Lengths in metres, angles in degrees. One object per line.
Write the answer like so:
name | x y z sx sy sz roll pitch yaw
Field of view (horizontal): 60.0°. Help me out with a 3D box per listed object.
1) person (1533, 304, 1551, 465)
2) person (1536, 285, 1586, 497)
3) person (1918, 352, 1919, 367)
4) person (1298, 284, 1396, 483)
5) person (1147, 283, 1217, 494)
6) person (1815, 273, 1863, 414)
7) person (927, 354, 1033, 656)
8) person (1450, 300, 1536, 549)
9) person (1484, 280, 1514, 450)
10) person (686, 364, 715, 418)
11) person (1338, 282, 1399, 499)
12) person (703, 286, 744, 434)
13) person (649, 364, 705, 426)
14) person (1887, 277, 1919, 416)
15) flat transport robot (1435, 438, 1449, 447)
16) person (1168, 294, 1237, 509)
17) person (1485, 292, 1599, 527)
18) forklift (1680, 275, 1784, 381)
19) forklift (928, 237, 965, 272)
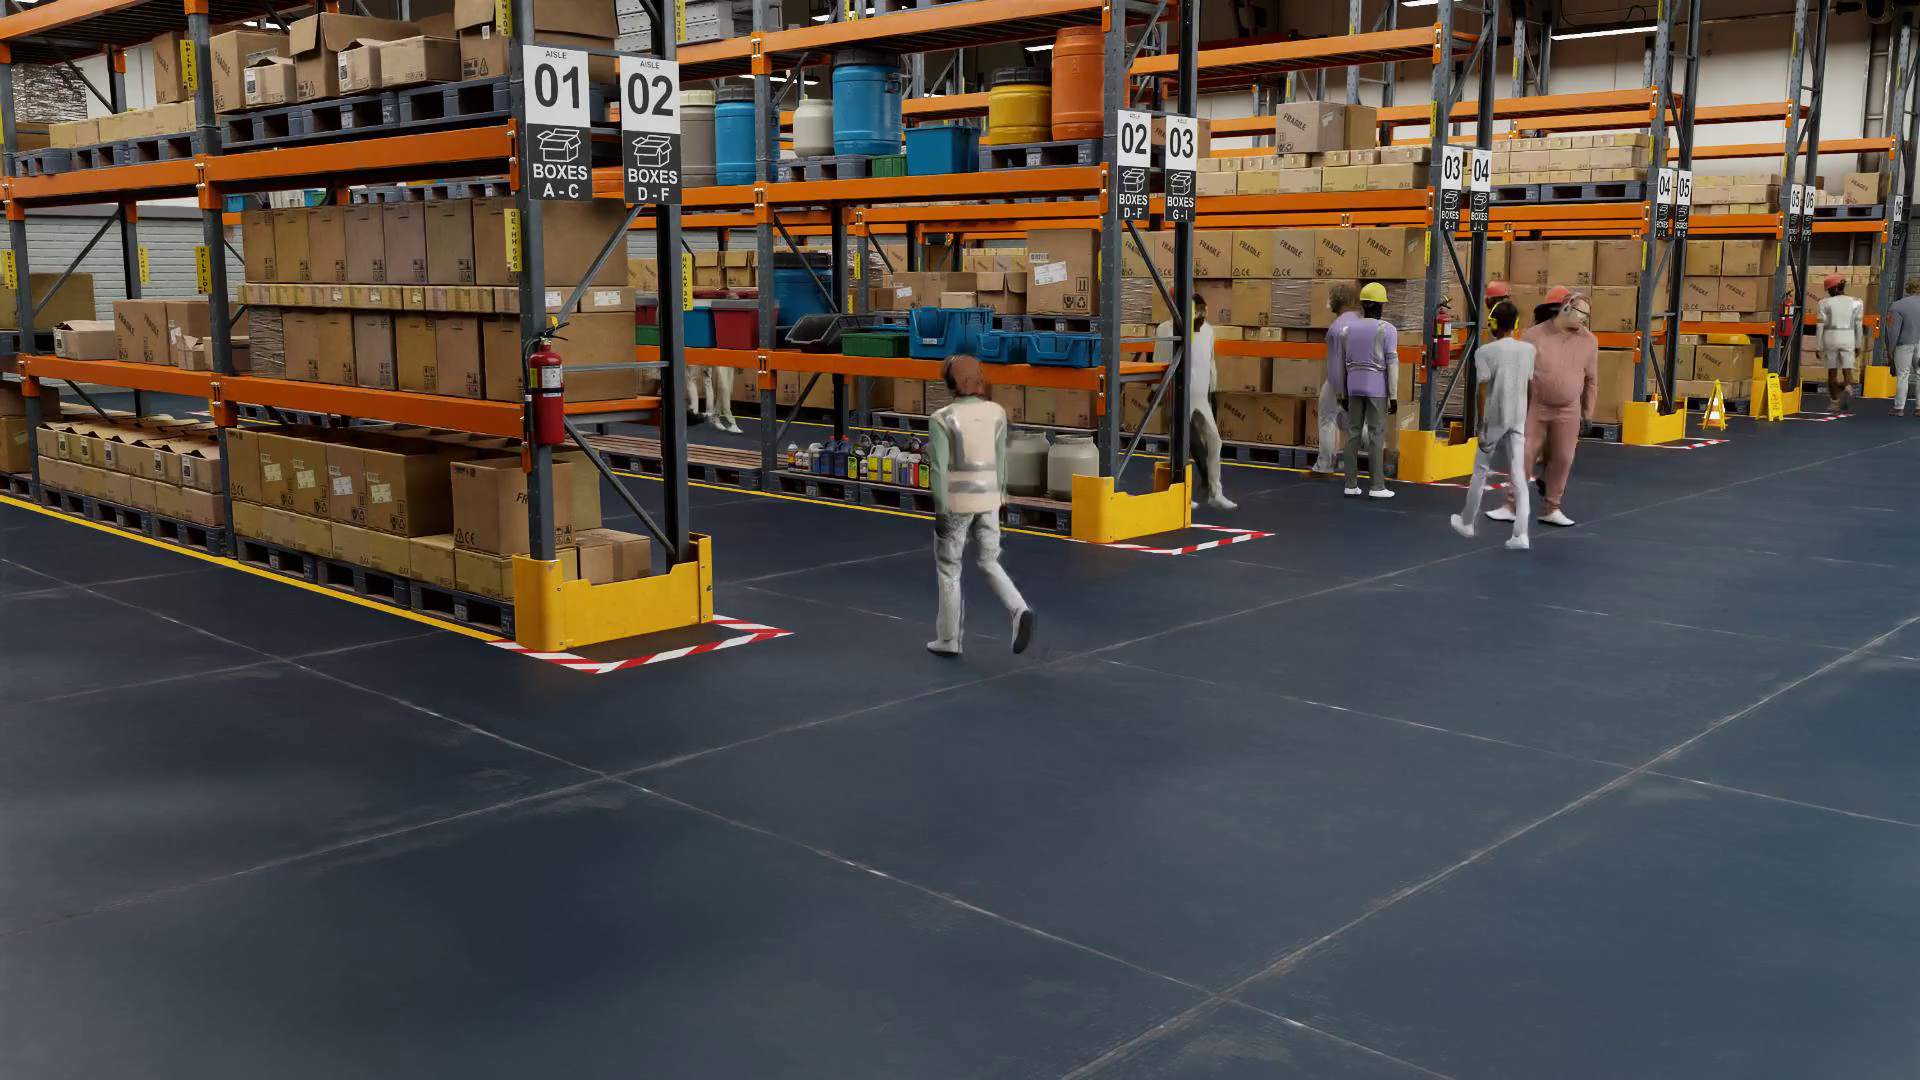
person | 6.056 -1.621 17.389 0.558 1.680 0.440 -6 11 -31
person | 5.352 -1.332 14.958 0.563 1.911 0.876 9 13 44
person | 13.112 -2.452 22.025 0.982 1.831 0.608 -7 12 -39
person | 3.730 -1.499 15.966 0.829 1.918 0.635 5 11 29
person | 2.101 -1.404 15.350 0.608 1.947 1.039 -7 11 -35
person | 12.472 -2.779 23.606 0.632 1.992 0.704 3 10 16
person | 0.086 -0.162 8.700 0.507 1.618 0.630 -6 11 -34
person | 4.032 -0.869 12.406 0.517 1.818 0.992 -1 9 -6
person | 6.152 -1.976 18.863 0.563 1.920 0.560 6 11 31
person | -3.601 -2.495 23.006 0.513 1.607 0.370 -8 12 -40
person | 3.668 -1.337 14.928 0.585 1.928 0.365 8 12 42
person | -2.986 -2.278 20.979 0.546 1.841 0.851 -9 13 -44
person | -3.806 -2.443 21.922 1.043 1.865 0.566 9 13 43
person | 13.309 -2.698 23.258 0.627 1.933 0.373 2 9 11
flat transport robot | 4.807 -1.037 18.282 1.431 0.197 0.652 9 13 44
person | 2.063 -1.155 14.089 0.539 1.832 0.788 -6 11 -35
person | 4.666 -1.040 13.291 0.803 1.870 0.444 1 9 7
forklift | 12.480 -3.427 27.053 1.214 2.155 2.313 9 13 43
forklift | -0.326 -5.817 39.609 1.129 2.768 1.873 9 13 43
